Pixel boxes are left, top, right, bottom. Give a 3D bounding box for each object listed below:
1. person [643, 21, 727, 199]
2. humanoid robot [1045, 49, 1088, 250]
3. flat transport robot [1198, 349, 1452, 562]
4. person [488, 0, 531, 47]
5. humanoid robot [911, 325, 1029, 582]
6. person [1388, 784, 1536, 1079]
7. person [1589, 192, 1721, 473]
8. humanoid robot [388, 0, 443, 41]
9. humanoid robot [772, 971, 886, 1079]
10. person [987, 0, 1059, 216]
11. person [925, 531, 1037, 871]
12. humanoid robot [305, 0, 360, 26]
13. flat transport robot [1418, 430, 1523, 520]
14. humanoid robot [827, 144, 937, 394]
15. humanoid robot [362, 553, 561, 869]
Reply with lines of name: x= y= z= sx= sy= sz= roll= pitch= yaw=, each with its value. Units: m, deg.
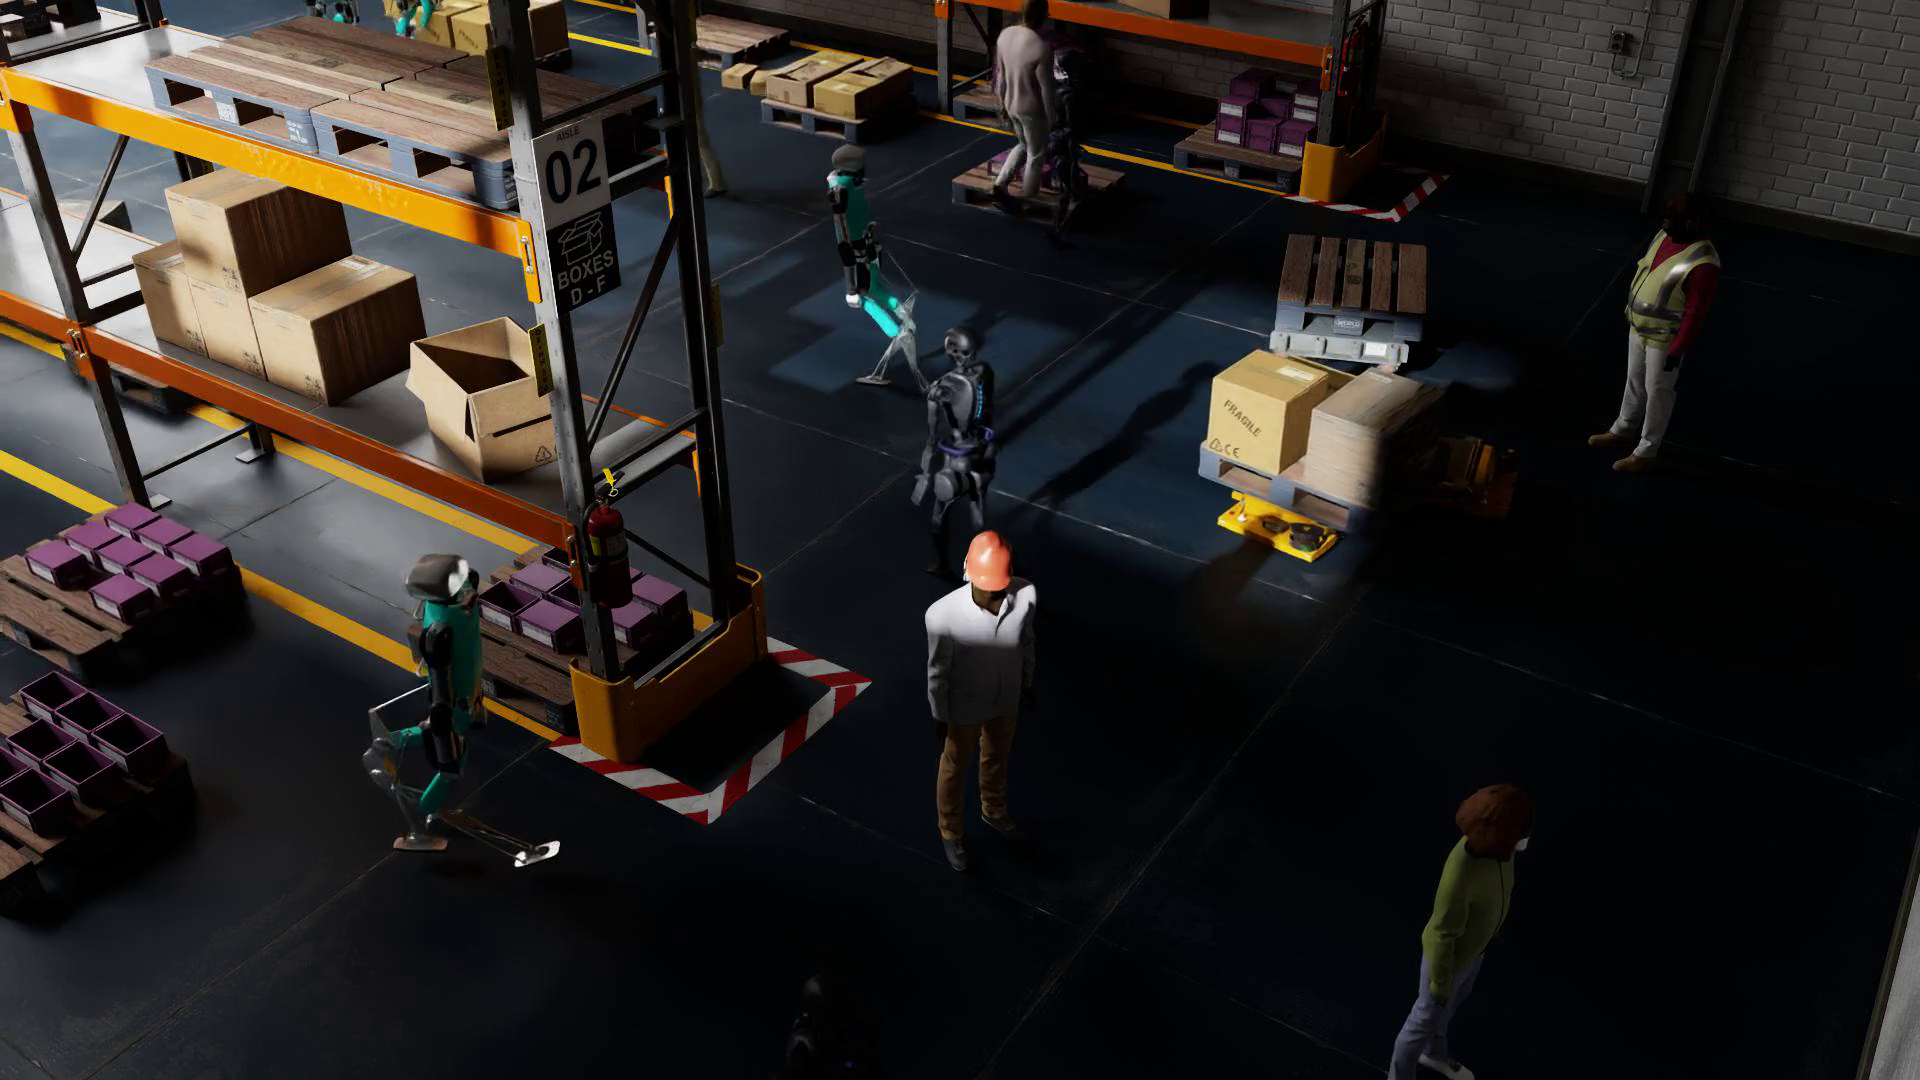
person: x=-2.468 y=-3.768 z=14.346 sx=0.852 sy=1.706 sz=0.557 roll=-4 pitch=33 yaw=-7
humanoid robot: x=0.872 y=-3.128 z=13.386 sx=0.344 sy=1.656 sz=0.601 roll=0 pitch=33 yaw=1
flat transport robot: x=2.278 y=-0.333 z=10.385 sx=0.659 sy=0.231 sz=1.431 roll=25 pitch=40 yaw=33
person: x=-4.044 y=-4.380 z=15.065 sx=0.487 sy=1.952 sz=0.417 roll=27 pitch=41 yaw=35
humanoid robot: x=0.052 y=-0.417 z=9.250 sx=0.696 sy=1.634 sz=0.597 roll=25 pitch=41 yaw=33
person: x=1.886 y=1.543 z=6.257 sx=0.278 sy=1.625 sz=0.493 roll=24 pitch=40 yaw=32
person: x=4.372 y=-1.300 z=10.429 sx=0.430 sy=1.845 sz=0.620 roll=-4 pitch=33 yaw=-6
humanoid robot: x=-5.685 y=-5.574 z=17.180 sx=0.783 sy=1.886 sz=0.552 roll=28 pitch=43 yaw=36
humanoid robot: x=-0.501 y=1.995 z=5.525 sx=0.473 sy=1.644 sz=0.610 roll=25 pitch=40 yaw=33
person: x=0.547 y=-3.584 z=13.873 sx=0.521 sy=1.911 sz=0.644 roll=-22 pitch=39 yaw=-30
person: x=0.117 y=0.700 z=7.437 sx=0.562 sy=1.748 sz=0.336 roll=-19 pitch=37 yaw=-26
humanoid robot: x=-6.281 y=-5.134 z=16.531 sx=0.738 sy=1.906 sz=0.568 roll=27 pitch=41 yaw=35
flat transport robot: x=2.812 y=-0.493 z=10.631 sx=1.431 sy=0.231 sz=0.659 roll=13 pitch=35 yaw=19
humanoid robot: x=-0.448 y=-1.746 z=11.287 sx=0.840 sy=1.859 sz=0.548 roll=7 pitch=34 yaw=10
humanoid robot: x=-2.341 y=0.808 z=7.294 sx=1.026 sy=1.731 sz=0.549 roll=1 pitch=33 yaw=1
